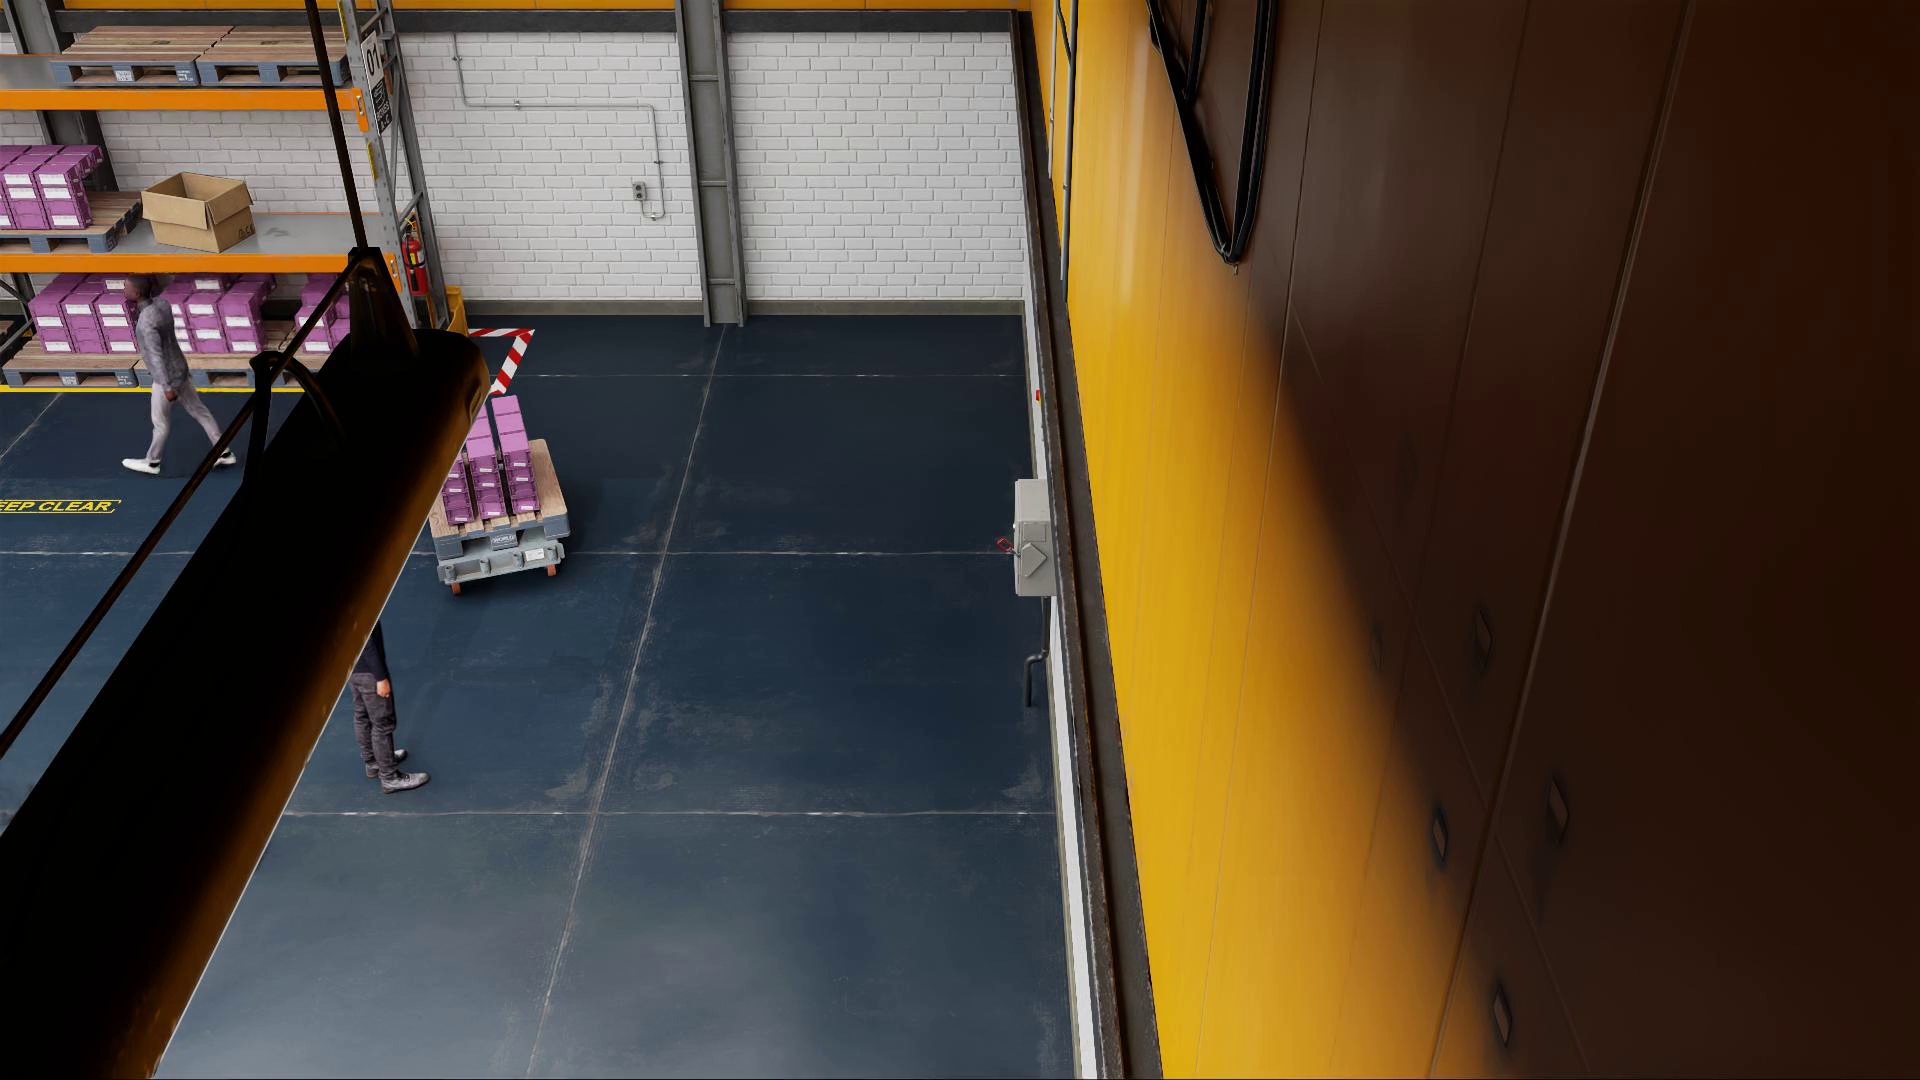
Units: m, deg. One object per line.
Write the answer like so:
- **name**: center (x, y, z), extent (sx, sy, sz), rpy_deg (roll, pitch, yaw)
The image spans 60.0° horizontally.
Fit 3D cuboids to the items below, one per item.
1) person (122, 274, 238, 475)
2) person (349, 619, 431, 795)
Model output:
- **person**: center (-6.449, -1.353, 13.793), extent (1.133, 1.800, 0.797), rpy_deg (-4, 34, -6)
- **person**: center (-3.772, 0.784, 10.515), extent (0.758, 1.869, 0.717), rpy_deg (-26, 41, -33)
